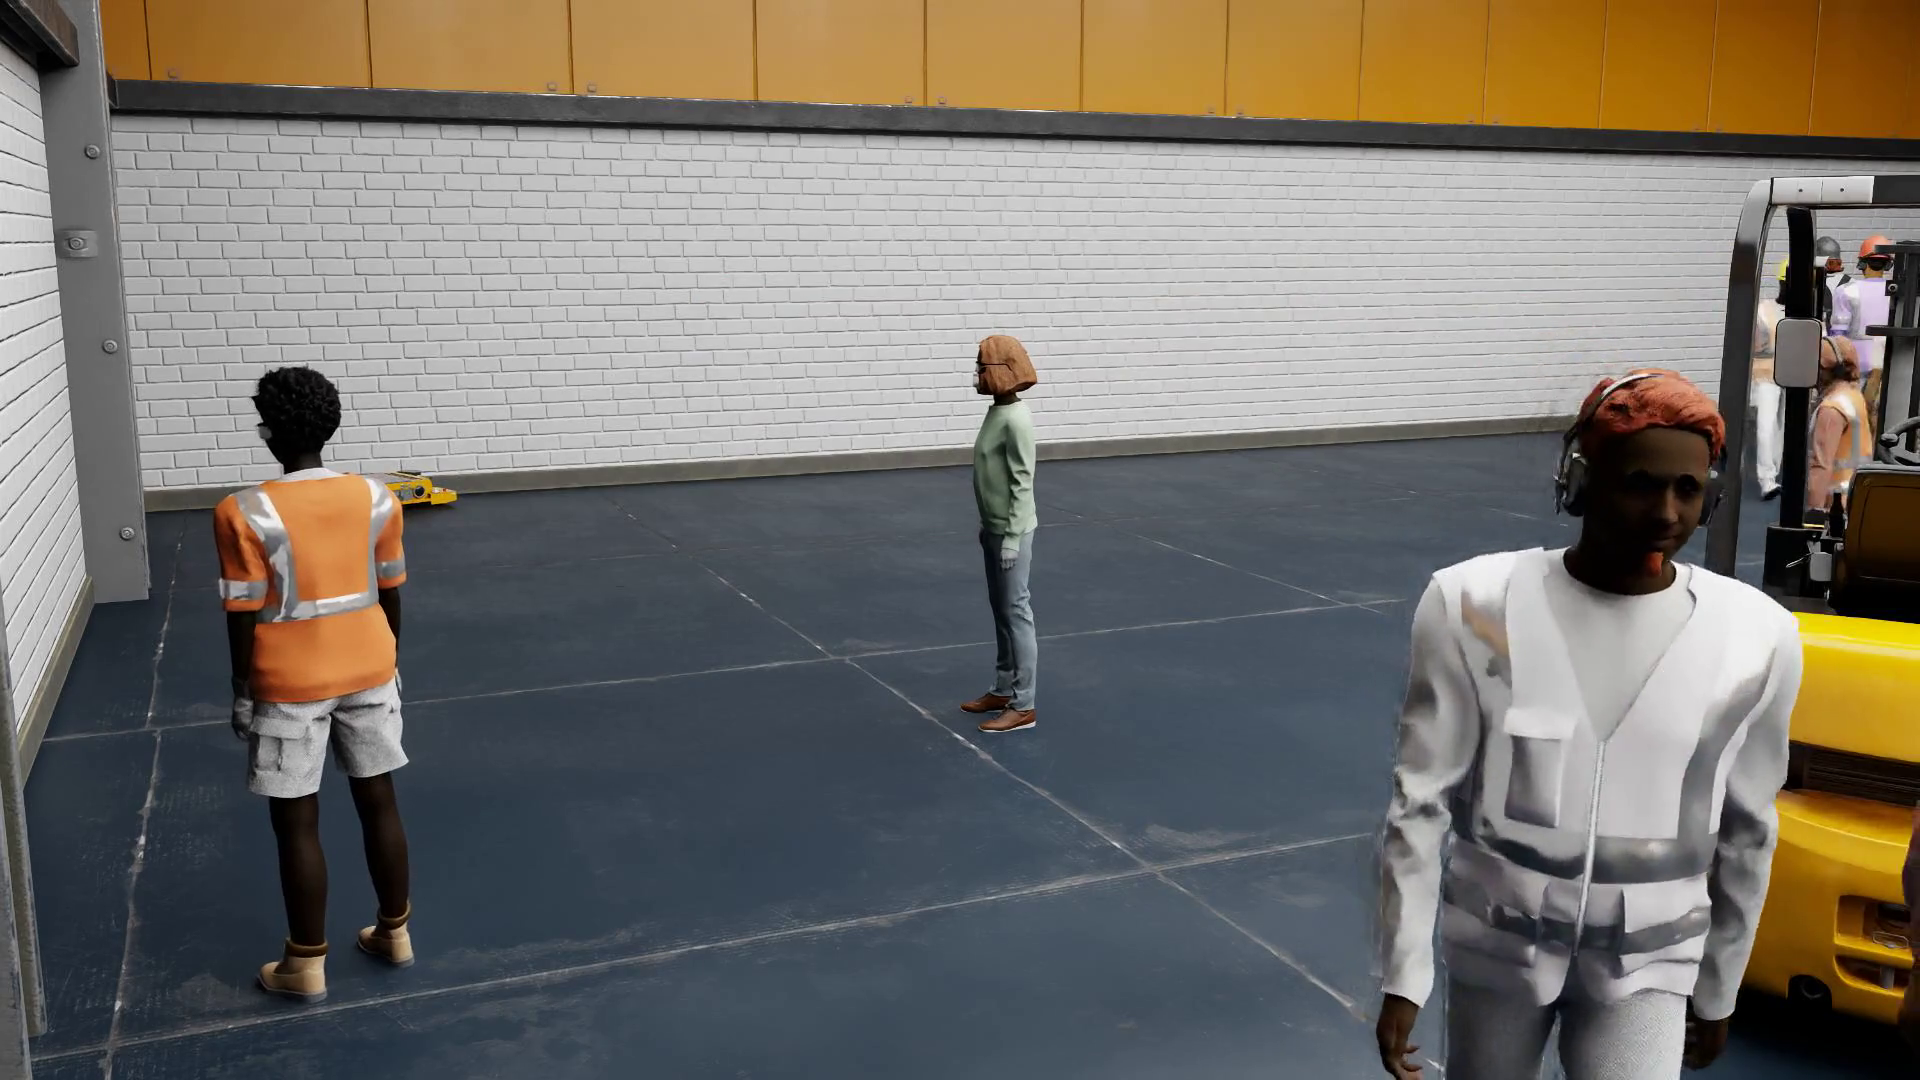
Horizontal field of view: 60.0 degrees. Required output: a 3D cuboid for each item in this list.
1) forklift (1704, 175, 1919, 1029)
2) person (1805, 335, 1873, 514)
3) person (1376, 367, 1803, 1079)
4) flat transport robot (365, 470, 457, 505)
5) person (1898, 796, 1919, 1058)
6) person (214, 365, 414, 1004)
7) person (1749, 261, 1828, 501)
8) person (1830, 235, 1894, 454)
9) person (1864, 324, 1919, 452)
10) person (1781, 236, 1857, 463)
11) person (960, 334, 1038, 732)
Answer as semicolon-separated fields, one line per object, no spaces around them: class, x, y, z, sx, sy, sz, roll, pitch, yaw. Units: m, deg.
forklift;2.810;0.094;4.662;1.214;2.155;2.313;7;12;34
person;4.072;-0.157;7.724;0.880;1.580;0.562;6;12;32
person;0.967;0.645;2.631;0.591;1.849;0.935;3;11;15
flat transport robot;-4.551;-0.337;12.335;0.652;0.197;1.431;10;14;43
person;1.739;0.607;2.454;0.640;1.966;0.656;-1;10;-7
person;-1.717;0.380;4.483;0.320;1.690;0.524;8;13;38
person;6.418;-1.243;12.963;0.583;1.863;0.990;2;10;10
person;7.230;-1.398;13.298;0.615;2.041;0.376;1;10;7
person;5.868;-0.725;10.253;0.518;1.817;0.925;3;11;16
person;7.668;-1.691;14.921;0.686;2.000;0.538;0;10;2
person;0.172;-0.027;6.872;0.279;1.634;0.499;-2;11;-12
